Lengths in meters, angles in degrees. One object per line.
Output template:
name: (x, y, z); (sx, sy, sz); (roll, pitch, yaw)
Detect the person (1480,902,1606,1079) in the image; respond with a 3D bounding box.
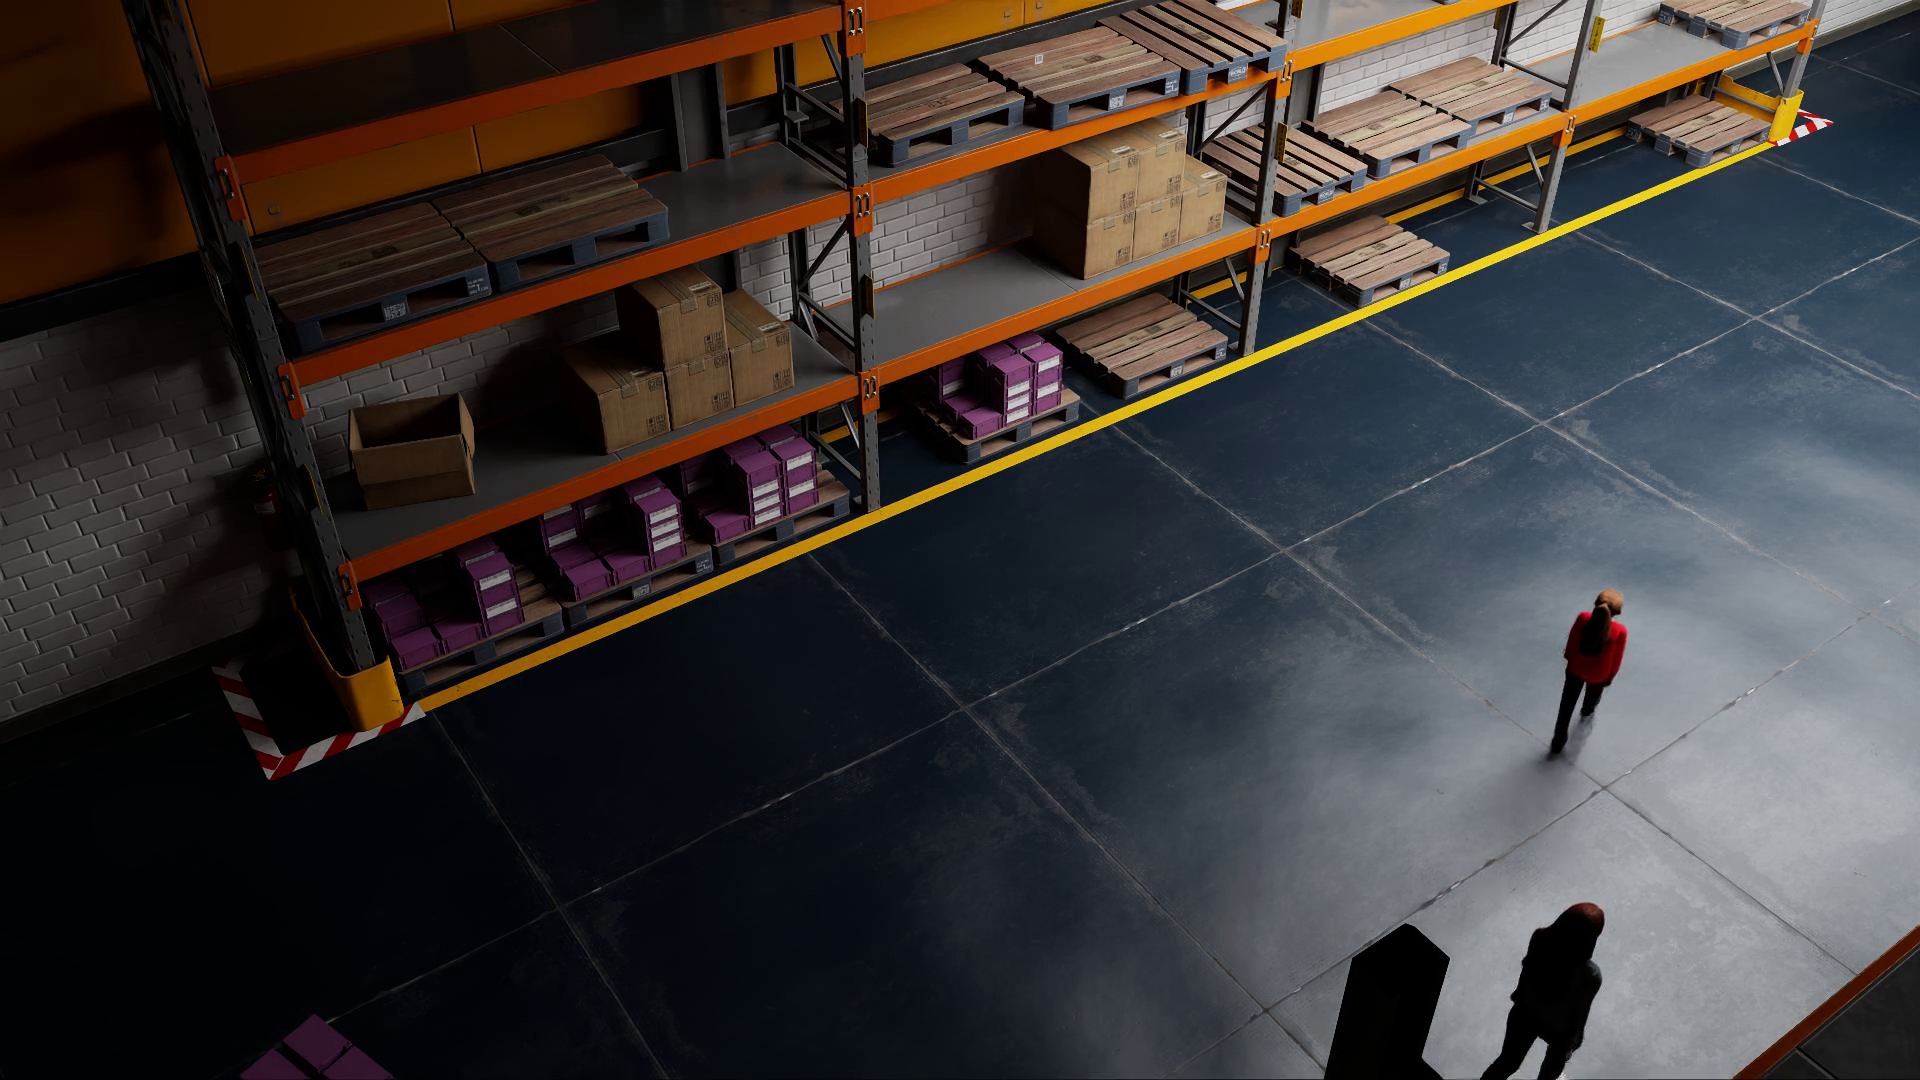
person: (2.896, 2.471, 8.407); (1.124, 1.713, 0.597); (-23, 44, -26)

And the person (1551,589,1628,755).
person: (4.051, 0.870, 10.783); (0.720, 1.250, 0.941); (21, 43, 24)
